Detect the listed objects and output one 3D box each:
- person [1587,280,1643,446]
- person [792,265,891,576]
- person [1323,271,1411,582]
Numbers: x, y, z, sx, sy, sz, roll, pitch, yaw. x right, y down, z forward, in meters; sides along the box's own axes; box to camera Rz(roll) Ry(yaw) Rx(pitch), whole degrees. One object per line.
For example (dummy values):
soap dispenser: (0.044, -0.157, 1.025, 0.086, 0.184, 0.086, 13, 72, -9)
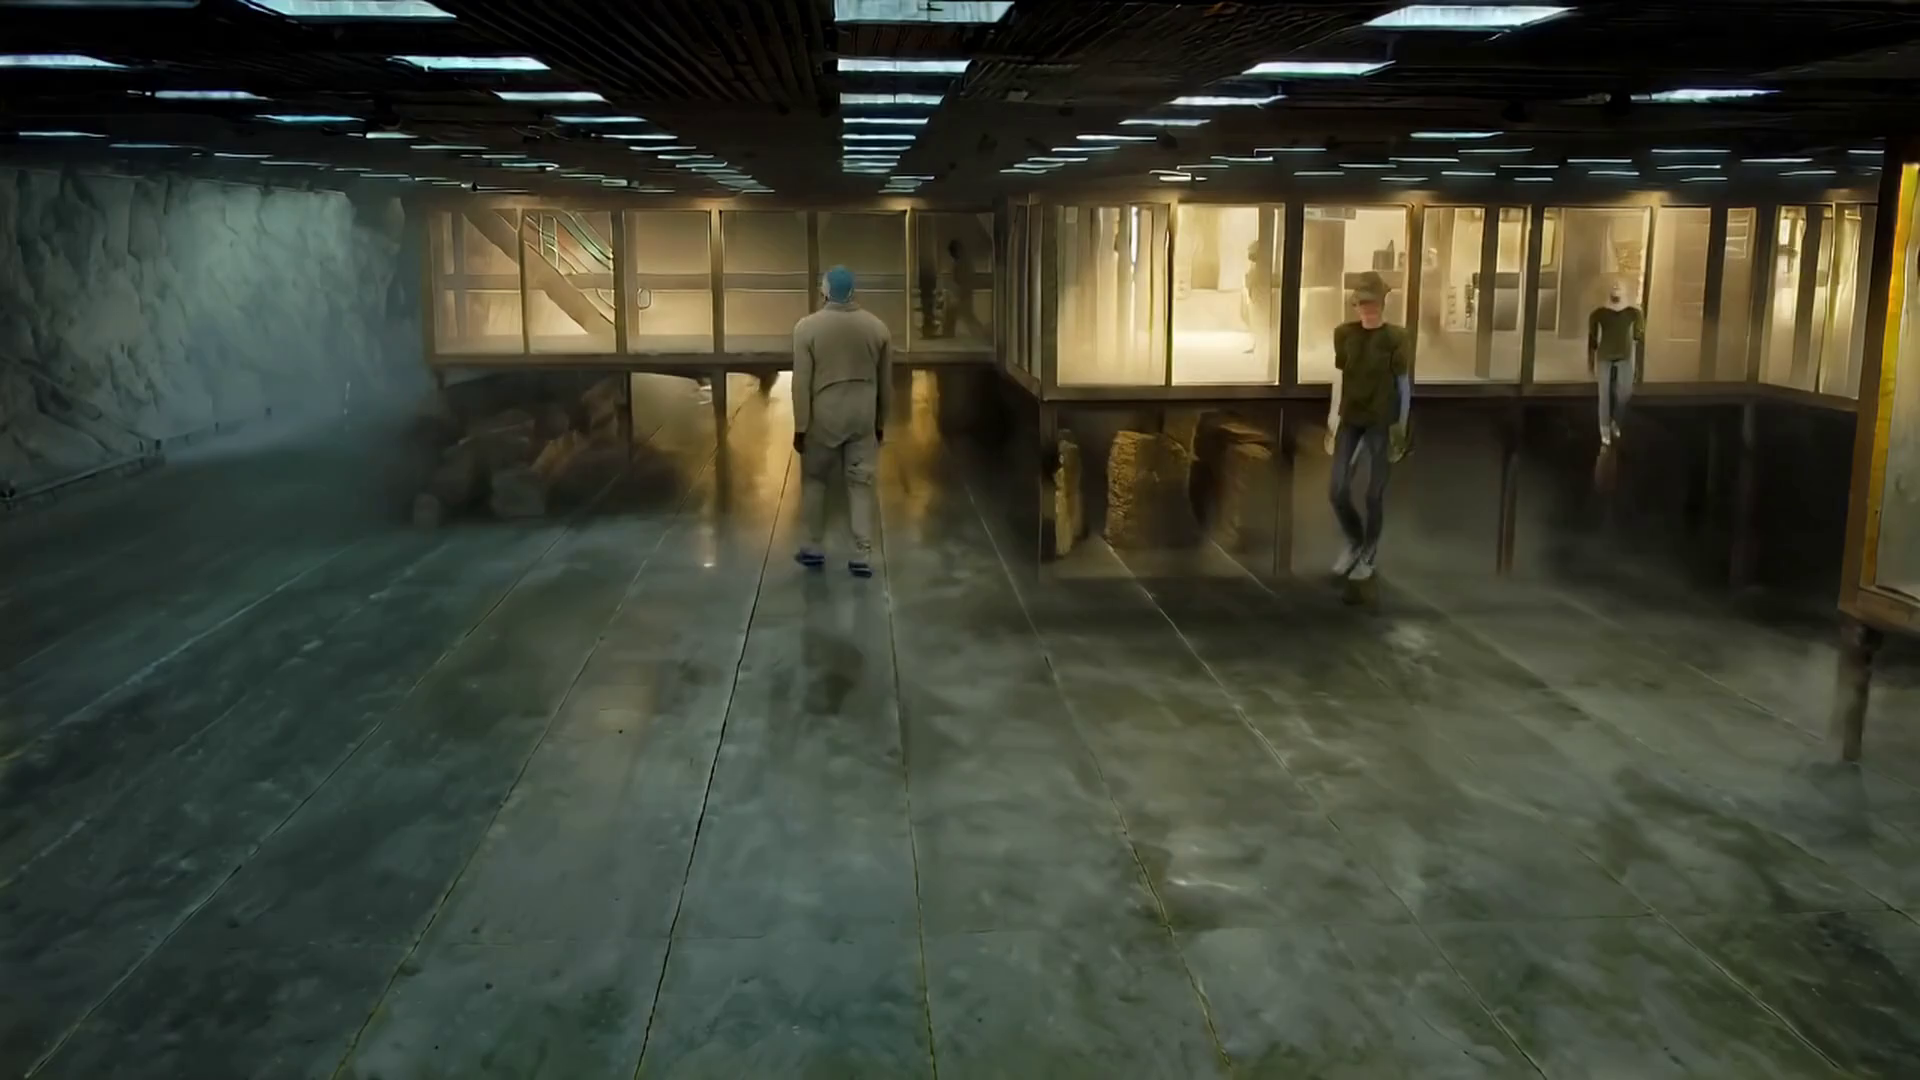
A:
person: (6.415, -1.739, 16.316, 0.527, 1.620, 0.443, 2, 11, 13)
person: (-0.763, -0.740, 10.255, 0.673, 1.874, 0.799, -5, 12, -26)
person: (2.404, -0.666, 9.924, 0.561, 1.855, 0.397, 8, 13, 36)
